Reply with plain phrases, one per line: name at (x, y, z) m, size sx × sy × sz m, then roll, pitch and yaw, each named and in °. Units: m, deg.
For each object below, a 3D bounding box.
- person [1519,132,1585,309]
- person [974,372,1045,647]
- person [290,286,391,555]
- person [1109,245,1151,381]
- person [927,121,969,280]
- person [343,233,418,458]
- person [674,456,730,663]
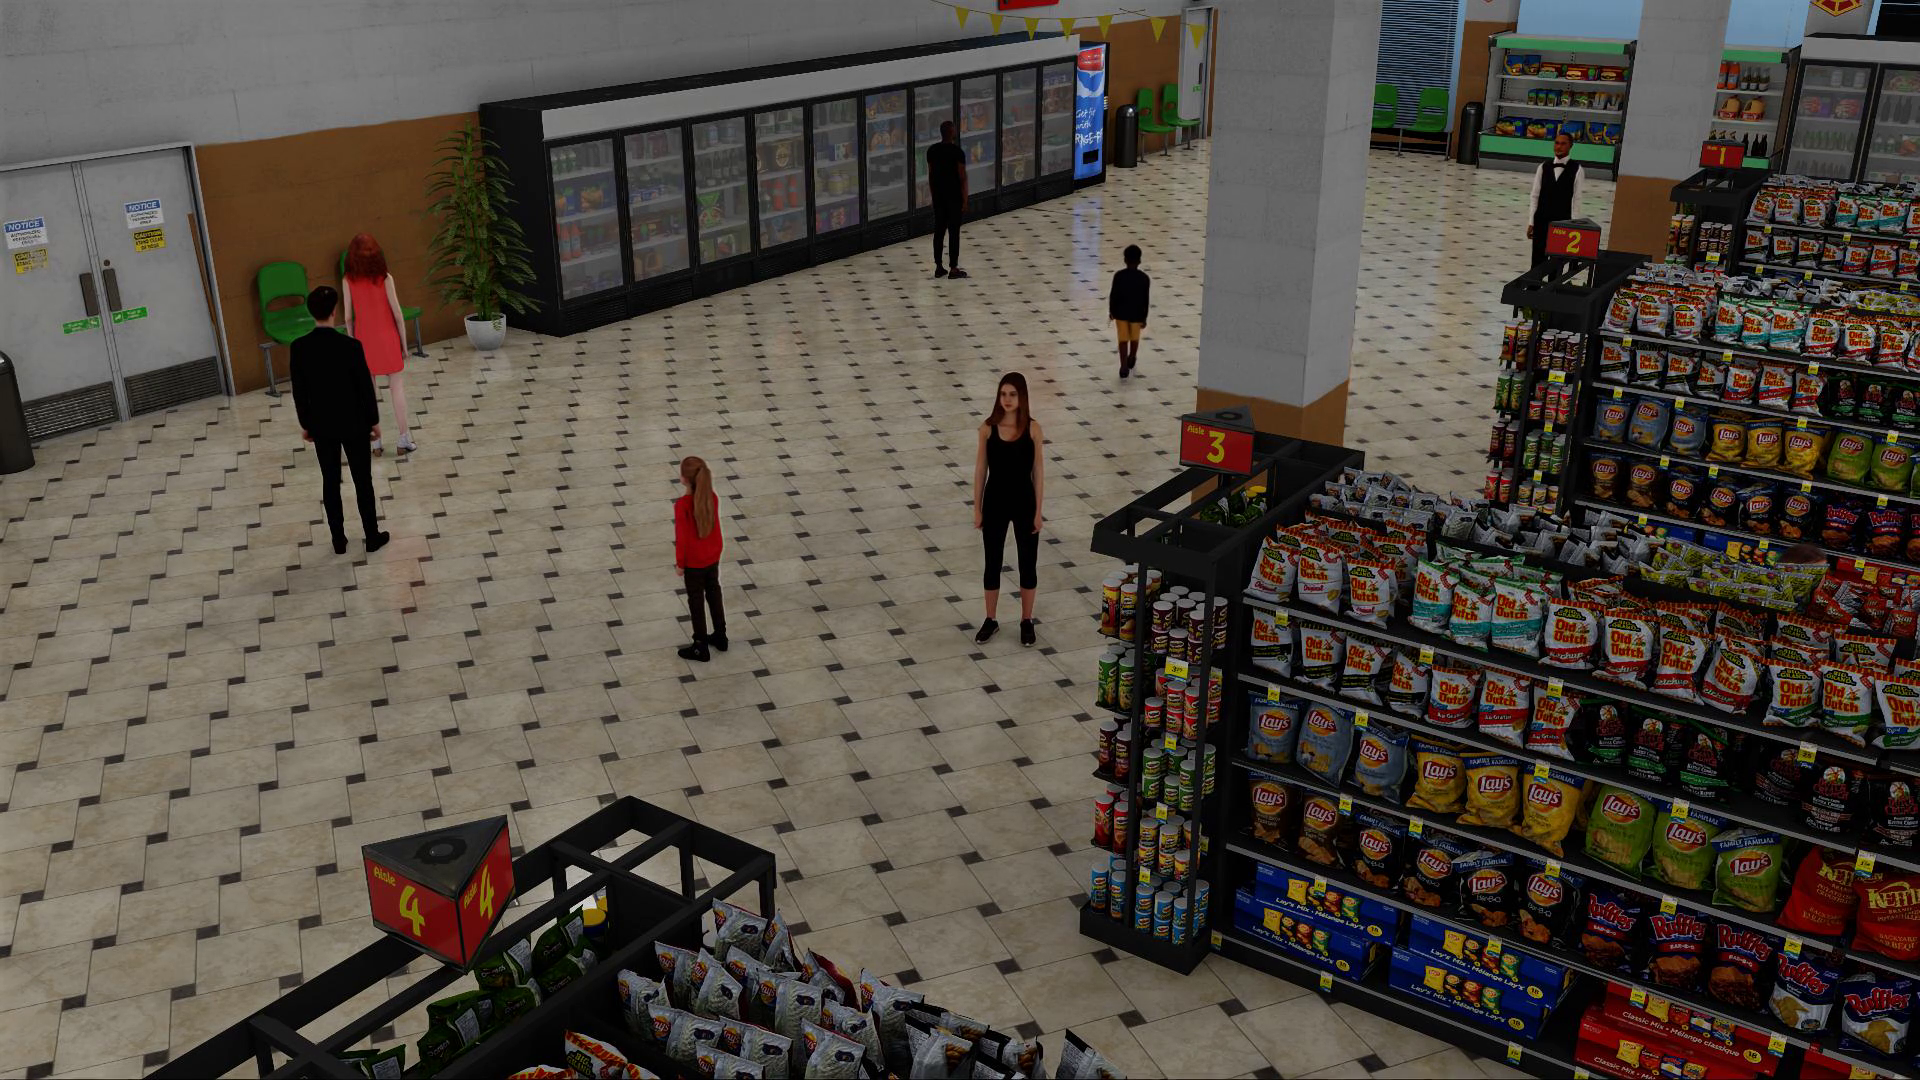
person at (6.431, -3.447, 18.022) m, size 0.514 × 1.919 × 0.748 m, roll 13°, pitch 26°, yaw 30°
person at (0.314, -0.193, 10.181) m, size 0.584 × 1.726 × 0.708 m, roll 3°, pitch 22°, yaw 8°
person at (-4.304, -0.821, 11.520) m, size 0.775 × 1.893 × 0.847 m, roll -3°, pitch 22°, yaw -6°
person at (1.579, -2.109, 15.598) m, size 0.888 × 1.242 × 0.845 m, roll 2°, pitch 22°, yaw 6°
person at (-0.148, -3.990, 19.507) m, size 0.491 × 1.819 × 0.732 m, roll 13°, pitch 25°, yaw 29°
person at (-4.726, -1.577, 13.490) m, size 0.646 × 1.827 × 0.728 m, roll -2°, pitch 22°, yaw -4°
person at (-1.576, 0.104, 10.040) m, size 0.472 × 1.281 × 0.488 m, roll 14°, pitch 26°, yaw 32°
